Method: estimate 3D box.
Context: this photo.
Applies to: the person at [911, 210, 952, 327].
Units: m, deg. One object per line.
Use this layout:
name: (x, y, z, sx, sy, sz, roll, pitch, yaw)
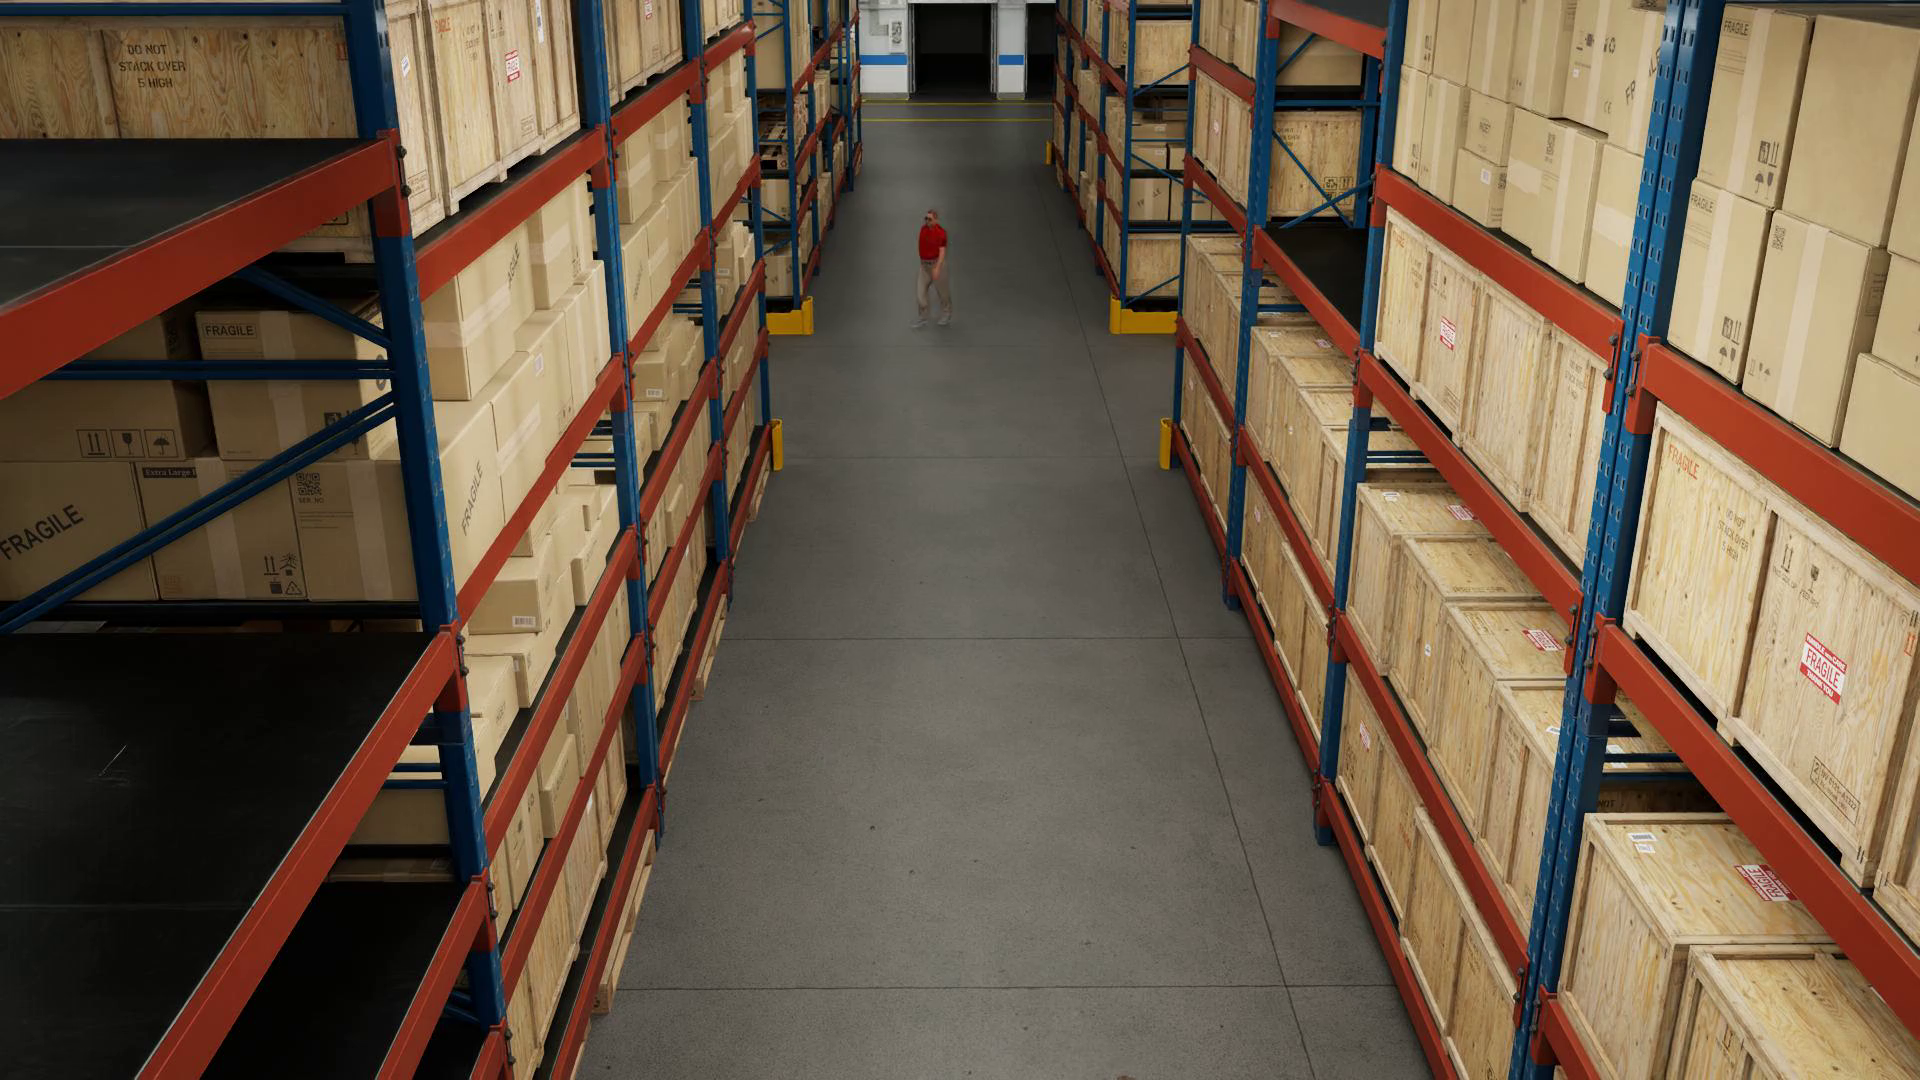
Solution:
person: (-0.434, -4.062, 24.828, 0.669, 1.735, 0.625, 18, 28, 38)
